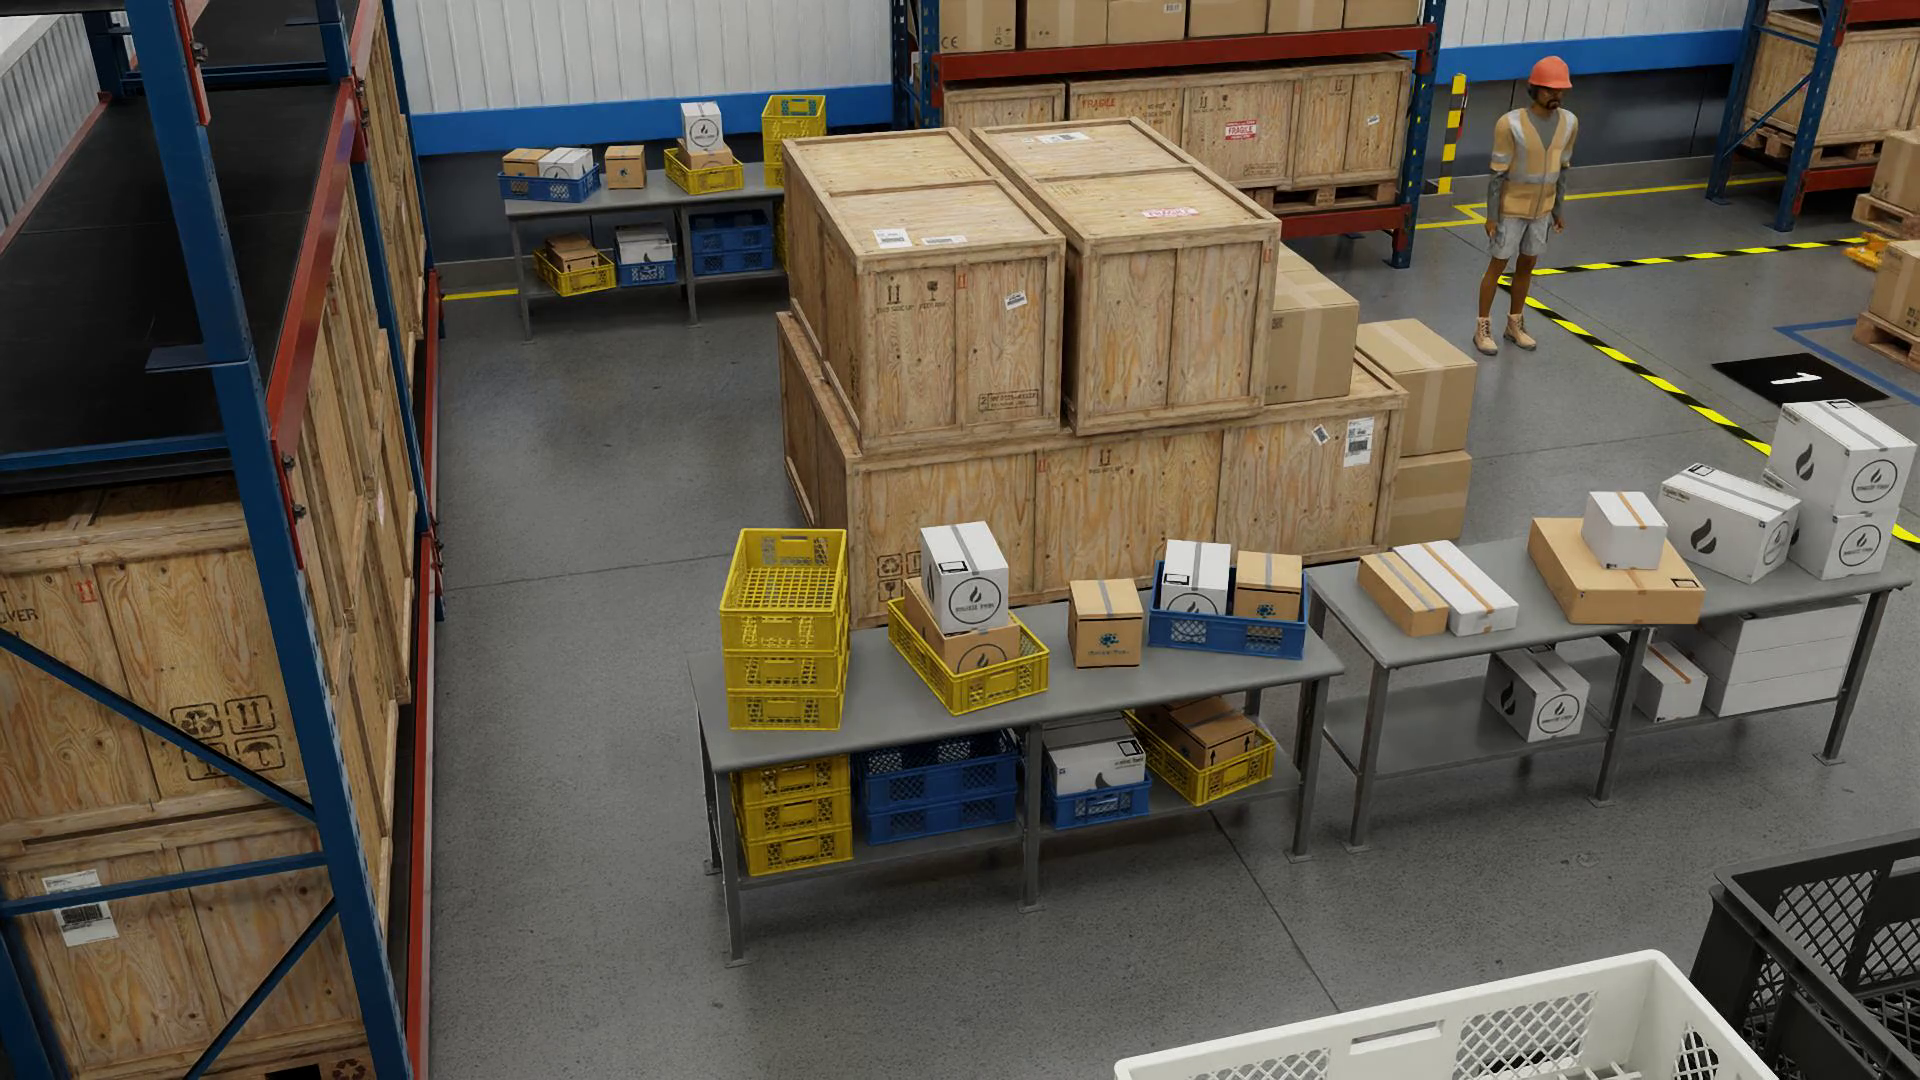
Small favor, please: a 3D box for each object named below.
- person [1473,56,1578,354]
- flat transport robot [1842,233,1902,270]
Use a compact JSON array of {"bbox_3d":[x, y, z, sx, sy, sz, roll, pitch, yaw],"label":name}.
[{"bbox_3d":[3.891,-2.280,11.414,0.604,2.048,0.366,-7,30,-13],"label":"person"},{"bbox_3d":[7.910,-2.327,13.311,1.431,0.197,0.652,-7,30,-13],"label":"flat transport robot"}]
